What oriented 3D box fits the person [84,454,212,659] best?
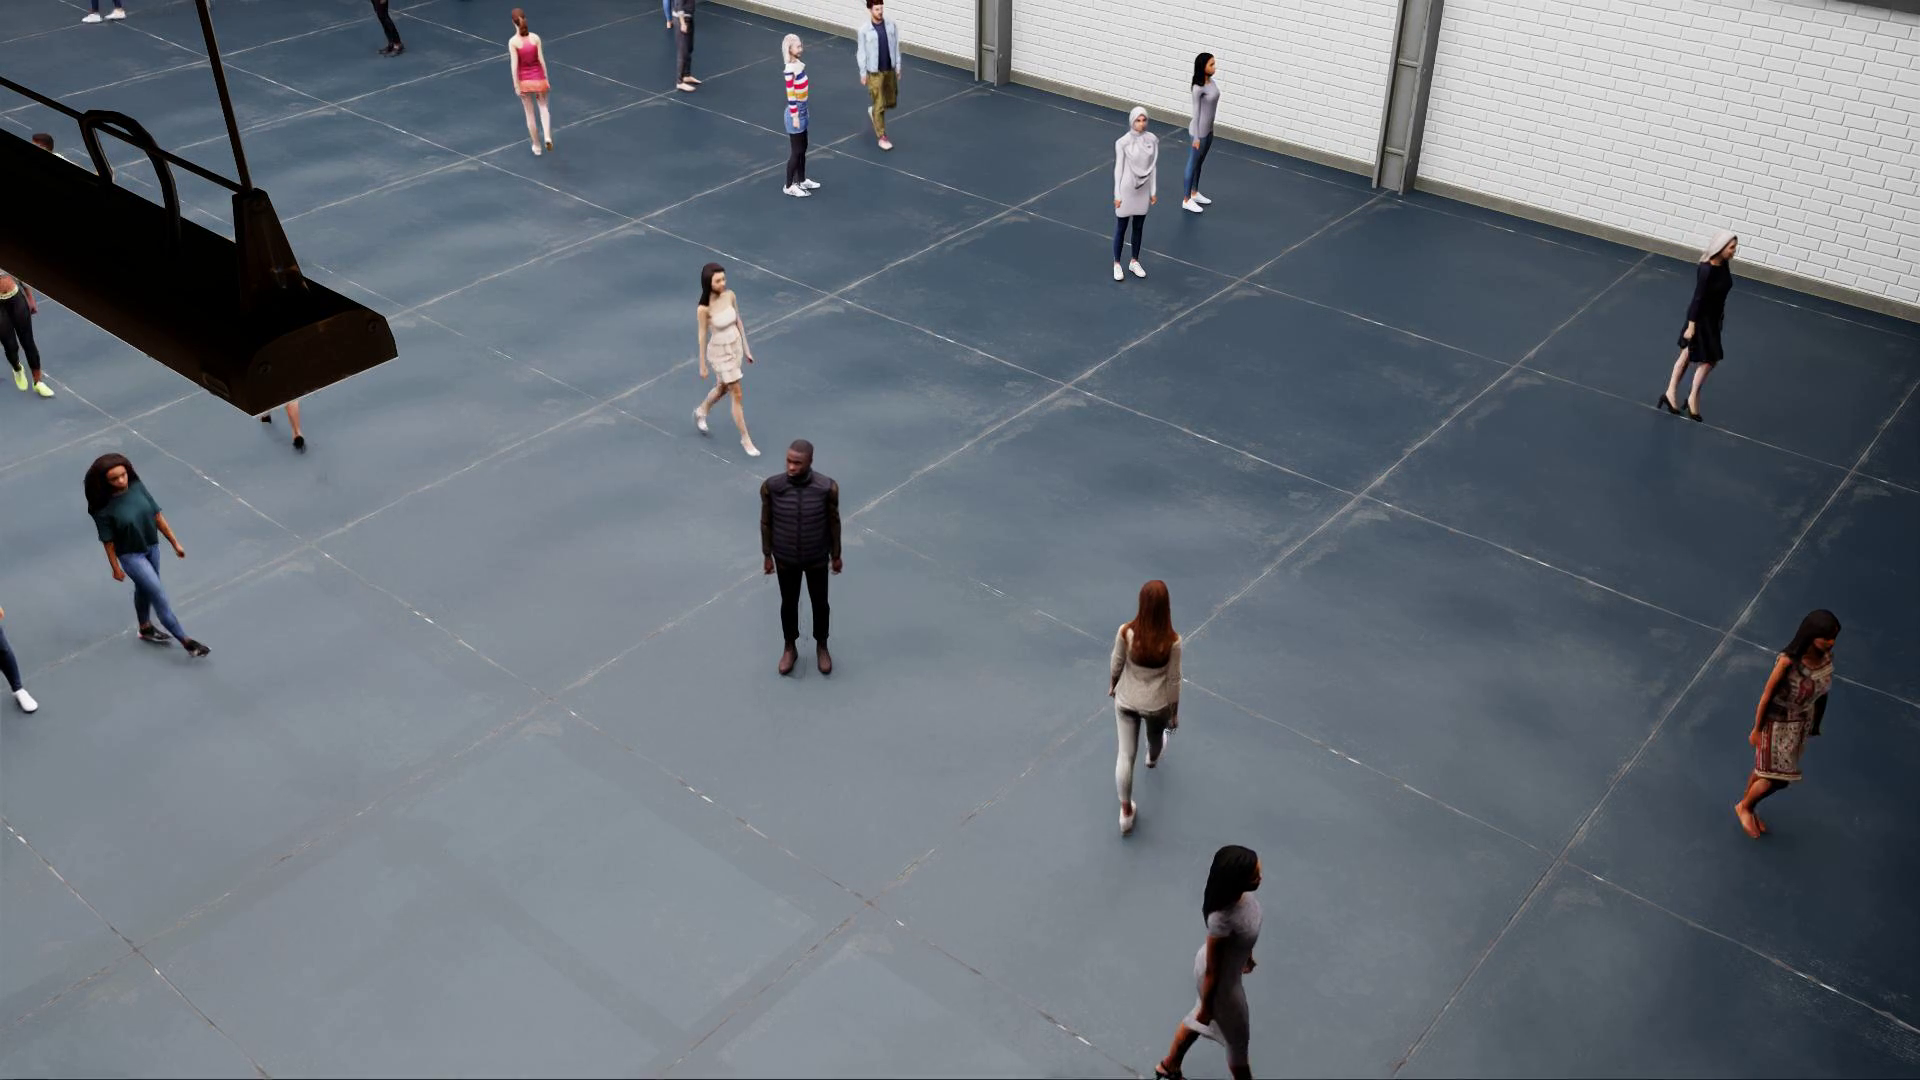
[{"bbox_3d":[-5.798,0.080,11.614,1.032,1.590,0.801,11,35,16],"label":"person"}]

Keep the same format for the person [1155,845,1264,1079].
[{"bbox_3d":[1.219,2.195,8.285,1.038,1.753,0.854,9,35,13],"label":"person"}]

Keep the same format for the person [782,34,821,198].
[{"bbox_3d":[-1.852,-4.800,18.757,0.790,1.811,0.772,6,34,9],"label":"person"}]

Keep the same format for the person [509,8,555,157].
[{"bbox_3d":[-5.064,-5.392,19.710,0.716,1.742,0.808,-16,37,-22],"label":"person"}]

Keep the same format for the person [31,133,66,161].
[{"bbox_3d":[-9.122,-3.478,17.110,0.990,1.432,0.911,-1,34,-2],"label":"person"}]

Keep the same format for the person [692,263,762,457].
[{"bbox_3d":[-2.032,-1.542,13.955,1.039,1.700,0.626,21,39,28],"label":"person"}]

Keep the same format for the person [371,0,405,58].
[{"bbox_3d":[-8.075,-7.641,23.052,0.779,1.786,0.550,-15,37,-22],"label":"person"}]

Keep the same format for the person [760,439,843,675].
[{"bbox_3d":[-1.074,0.100,11.362,0.755,1.837,0.835,0,34,0],"label":"person"}]

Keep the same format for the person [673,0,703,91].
[{"bbox_3d":[-3.633,-6.830,21.861,0.673,1.754,0.670,6,34,9],"label":"person"}]

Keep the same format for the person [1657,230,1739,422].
[{"bbox_3d":[6.360,-1.892,14.448,0.673,1.737,0.596,27,42,34],"label":"person"}]

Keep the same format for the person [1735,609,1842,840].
[{"bbox_3d":[4.942,1.060,10.096,0.774,1.639,0.815,-14,36,-20],"label":"person"}]

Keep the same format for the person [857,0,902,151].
[{"bbox_3d":[-0.989,-5.662,20.065,0.901,1.798,1.079,-16,37,-23],"label":"person"}]

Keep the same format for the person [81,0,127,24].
[{"bbox_3d":[-12.598,-8.516,24.396,0.855,1.757,0.878,-18,38,-25],"label":"person"}]

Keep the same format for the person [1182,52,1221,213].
[{"bbox_3d":[2.654,-4.532,18.420,0.592,1.736,0.646,17,37,23],"label":"person"}]

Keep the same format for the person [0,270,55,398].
[{"bbox_3d":[-8.480,-2.090,14.739,0.656,1.746,0.604,28,42,35],"label":"person"}]

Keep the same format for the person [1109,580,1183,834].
[{"bbox_3d":[1.094,1.043,10.095,1.127,1.668,0.978,9,35,13],"label":"person"}]

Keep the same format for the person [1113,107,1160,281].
[{"bbox_3d":[1.762,-3.525,16.871,0.691,1.775,0.716,-8,35,-12],"label":"person"}]
